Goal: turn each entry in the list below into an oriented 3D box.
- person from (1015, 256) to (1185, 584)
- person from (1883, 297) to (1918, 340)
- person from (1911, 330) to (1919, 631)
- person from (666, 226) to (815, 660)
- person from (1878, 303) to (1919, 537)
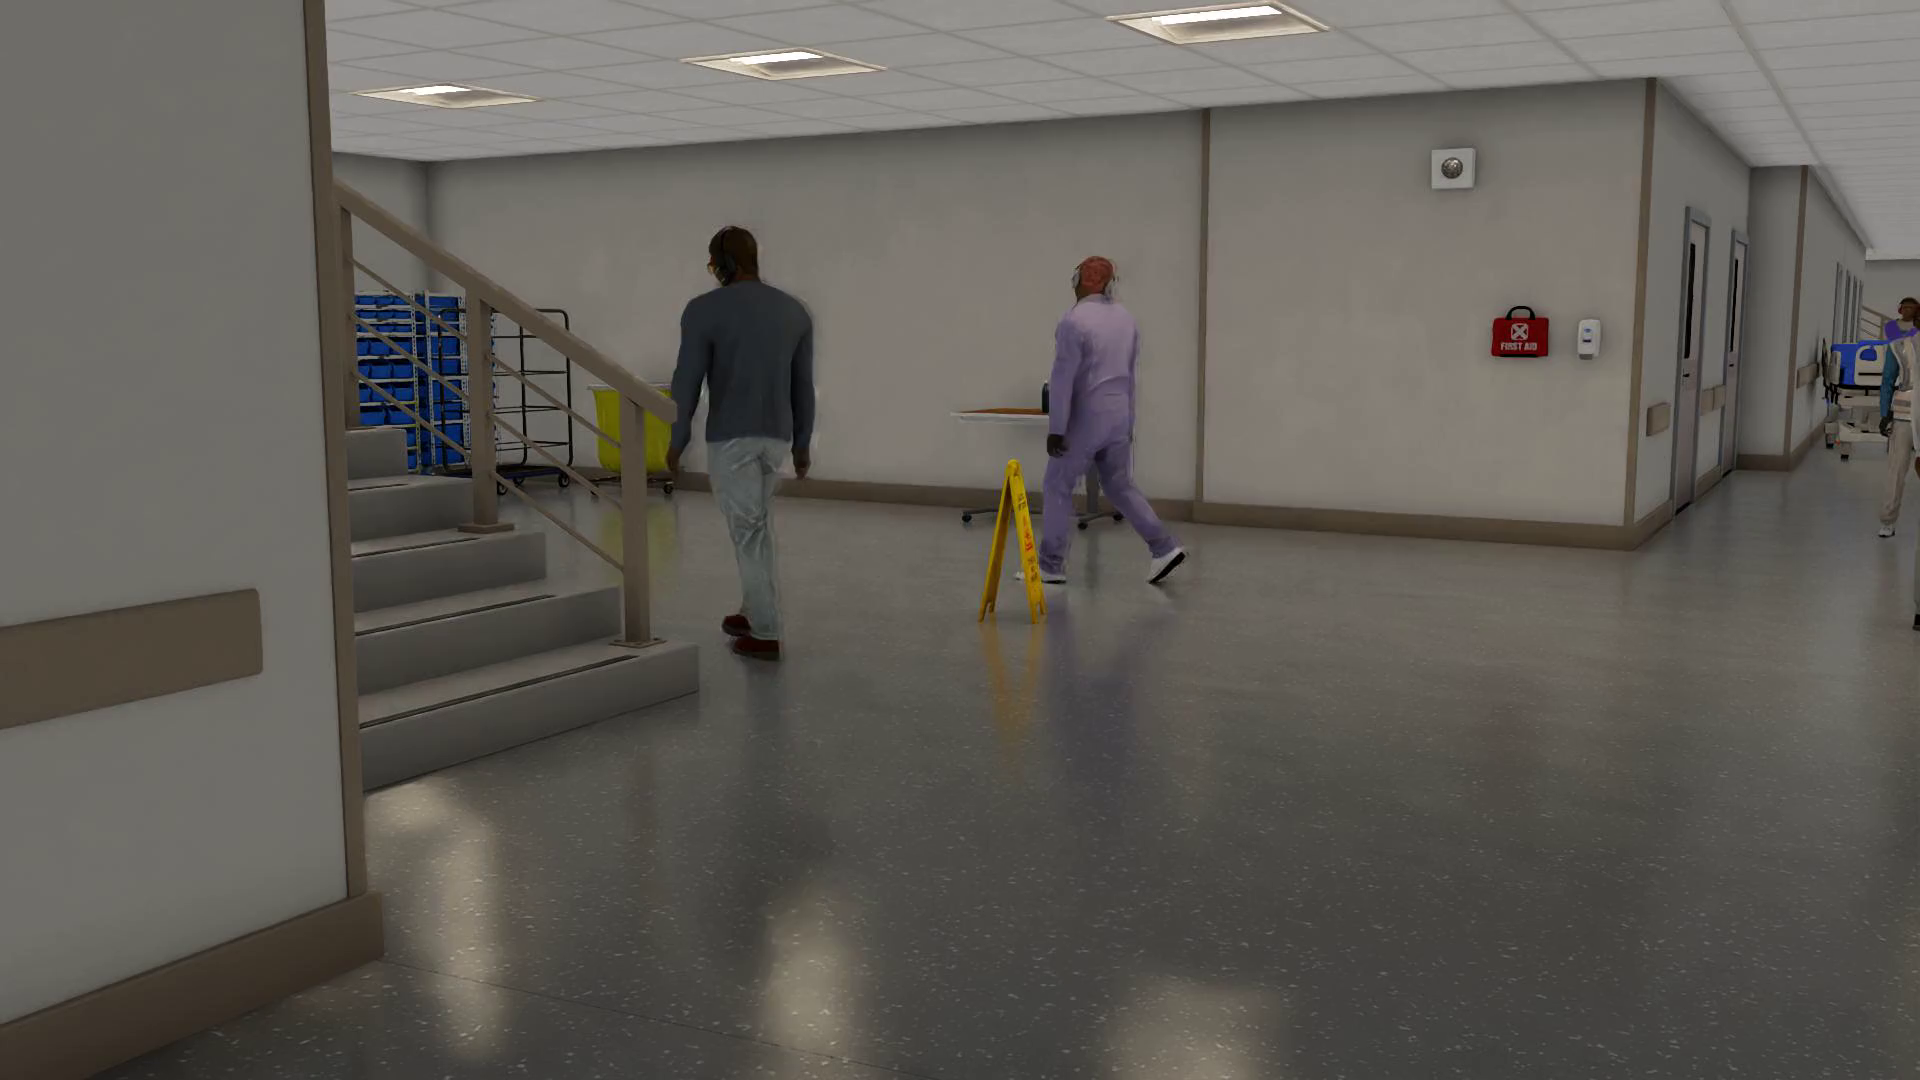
[{"bbox_3d":[0.783,-0.658,9.336,0.878,1.866,0.681,6,9,38],"label":"person"},{"bbox_3d":[12.209,-2.225,21.493,0.586,1.827,0.734,7,10,42],"label":"person"},{"bbox_3d":[4.728,-0.440,7.780,0.403,1.824,0.591,-2,8,-18],"label":"person"},{"bbox_3d":[-1.018,-0.435,7.454,0.621,1.902,0.803,-7,10,-42],"label":"person"},{"bbox_3d":[6.590,-0.819,11.400,0.518,1.636,0.312,4,8,26],"label":"person"}]
